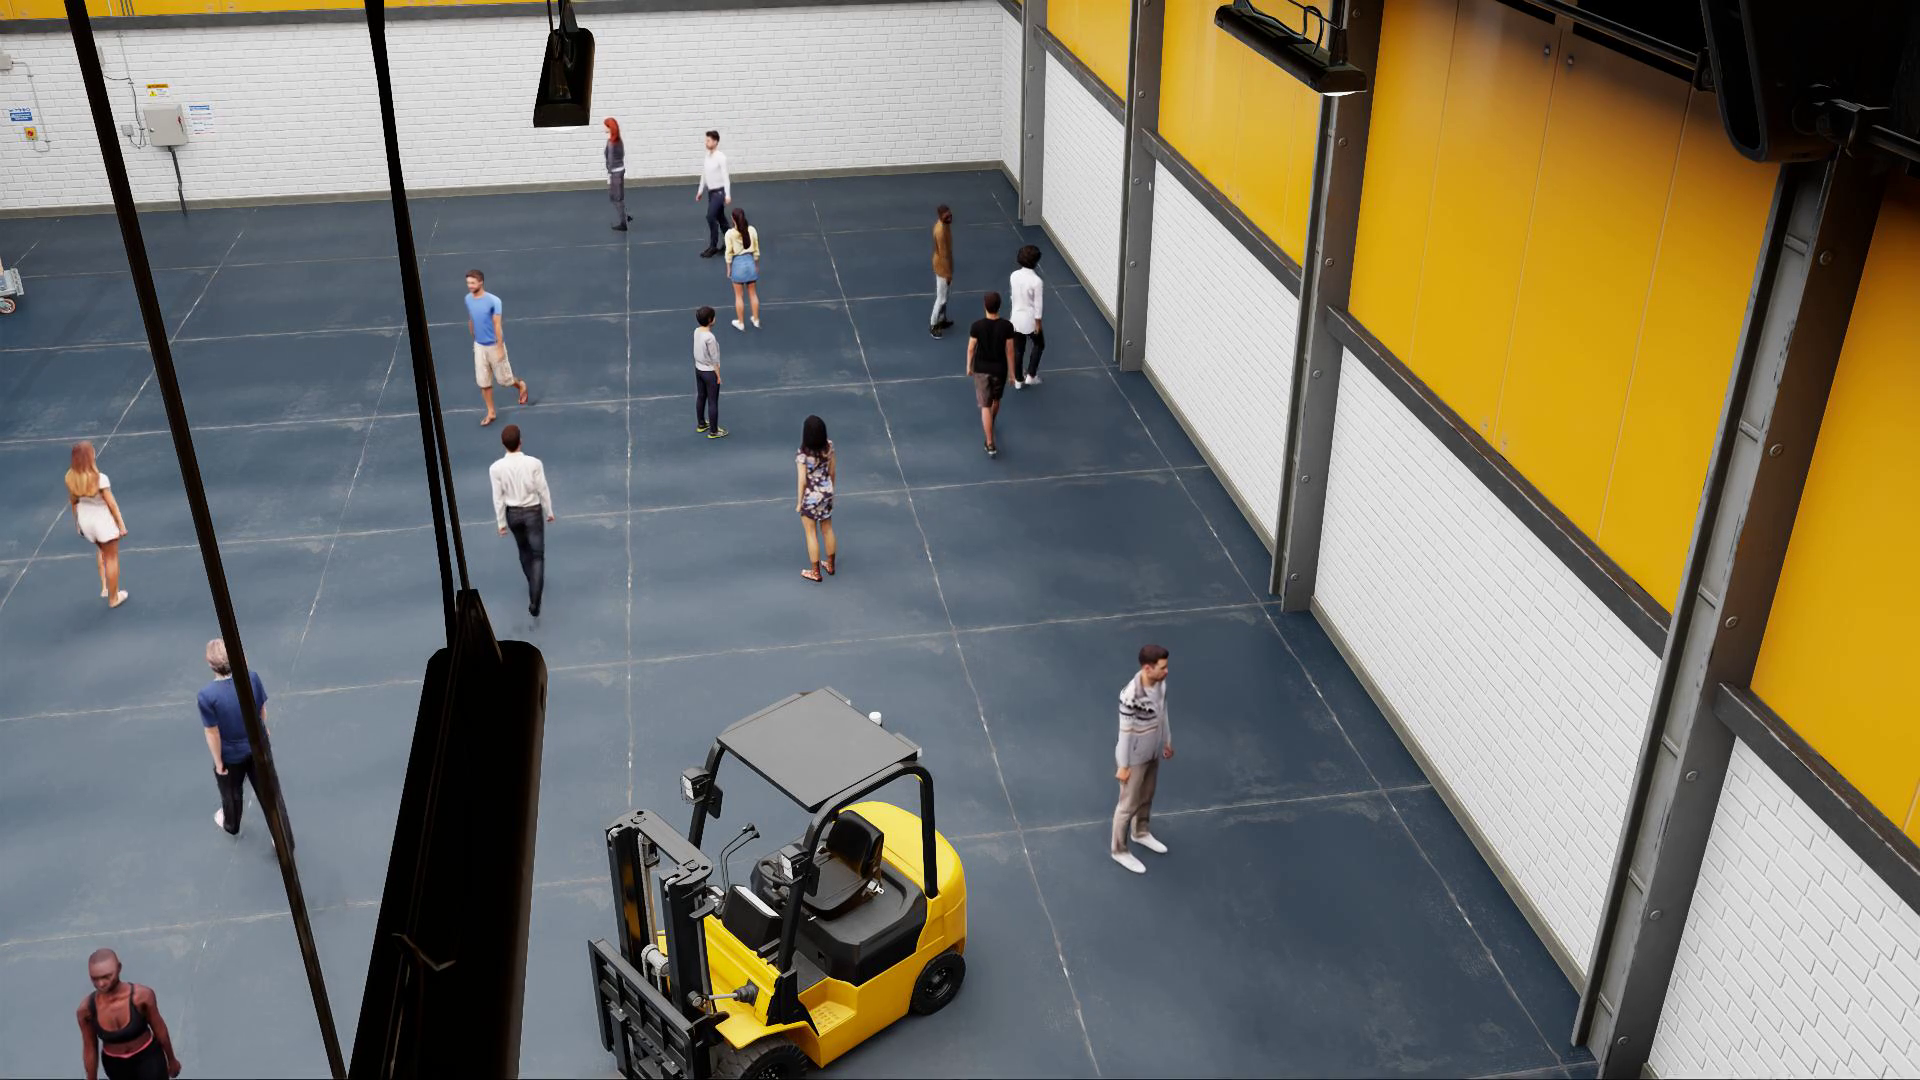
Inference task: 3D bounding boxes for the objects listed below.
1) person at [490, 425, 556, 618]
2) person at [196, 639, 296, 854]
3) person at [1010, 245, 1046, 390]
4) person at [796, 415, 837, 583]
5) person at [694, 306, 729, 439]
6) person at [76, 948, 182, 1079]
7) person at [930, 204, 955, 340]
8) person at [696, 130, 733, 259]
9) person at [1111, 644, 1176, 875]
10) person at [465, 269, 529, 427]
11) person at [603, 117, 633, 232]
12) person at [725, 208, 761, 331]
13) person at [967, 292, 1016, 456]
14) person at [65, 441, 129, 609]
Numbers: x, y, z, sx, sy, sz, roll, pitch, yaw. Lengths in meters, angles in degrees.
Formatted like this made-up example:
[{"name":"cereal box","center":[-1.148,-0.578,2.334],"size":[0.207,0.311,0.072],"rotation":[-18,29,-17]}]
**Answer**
[{"name":"person","center":[-4.060,-0.155,15.543],"size":[0.729,1.836,1.199],"rotation":[-2,29,-5]},{"name":"person","center":[-5.262,1.597,12.331],"size":[1.164,1.836,1.036],"rotation":[24,37,37]},{"name":"person","center":[0.751,-2.675,20.203],"size":[0.754,1.797,0.809],"rotation":[17,33,29]},{"name":"person","center":[-1.387,-0.411,16.119],"size":[0.674,1.733,0.692],"rotation":[-23,36,-36]},{"name":"person","center":[-2.913,-1.943,19.120],"size":[0.678,1.548,0.572],"rotation":[-22,36,-35]},{"name":"person","center":[-4.843,3.045,9.807],"size":[0.674,1.711,1.194],"rotation":[-7,29,-13]},{"name":"person","center":[-0.225,-3.601,21.905],"size":[0.913,1.794,0.591],"rotation":[-6,29,-11]},{"name":"person","center":[-3.539,-5.177,24.737],"size":[0.903,1.848,0.930],"rotation":[-19,34,-30]},{"name":"person","center":[1.314,1.554,12.391],"size":[0.859,1.854,0.810],"rotation":[20,35,32]},{"name":"person","center":[-5.456,-2.303,19.468],"size":[0.961,1.848,1.115],"rotation":[10,30,18]},{"name":"person","center":[-5.224,-5.629,25.648],"size":[0.719,1.769,0.581],"rotation":[2,29,4]},{"name":"person","center":[-2.883,-3.618,22.106],"size":[0.703,1.631,0.656],"rotation":[-15,32,-26]},{"name":"person","center":[0.340,-1.844,18.664],"size":[0.737,1.813,1.182],"rotation":[-3,29,-6]},{"name":"person","center":[-8.137,-0.100,15.606],"size":[0.674,1.679,0.684],"rotation":[4,29,7]}]
